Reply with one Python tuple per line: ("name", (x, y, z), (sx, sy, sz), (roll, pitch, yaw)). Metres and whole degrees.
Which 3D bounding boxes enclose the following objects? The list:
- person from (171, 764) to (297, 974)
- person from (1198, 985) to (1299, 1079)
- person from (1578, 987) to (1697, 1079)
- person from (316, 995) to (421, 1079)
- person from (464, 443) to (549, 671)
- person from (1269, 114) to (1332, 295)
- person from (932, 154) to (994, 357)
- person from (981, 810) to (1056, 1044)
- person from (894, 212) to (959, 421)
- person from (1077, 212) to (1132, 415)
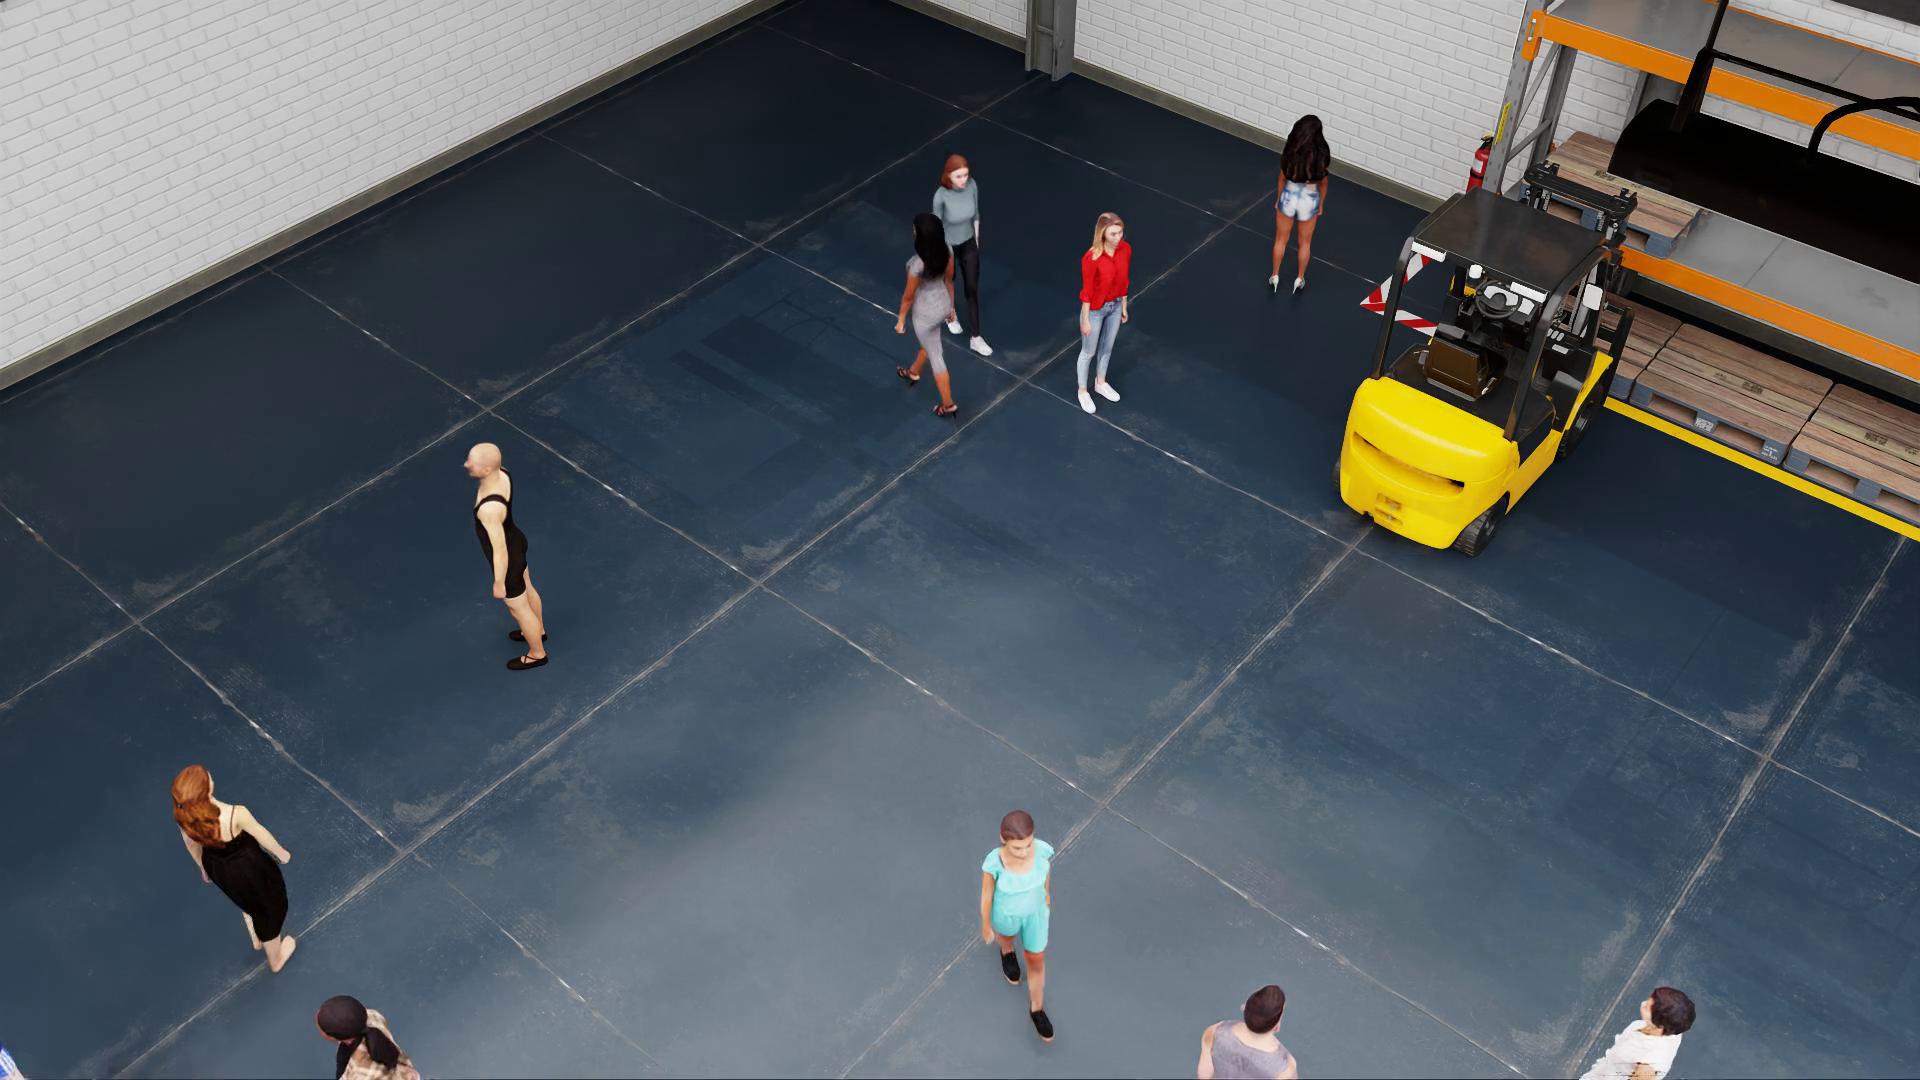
("person", (-3.898, 1.827, 8.895), (0.681, 1.607, 0.756), (7, 44, 7))
("person", (1.331, 2.660, 7.804), (0.535, 1.838, 0.724), (24, 49, 23))
("person", (3.305, 2.696, 8.038), (1.003, 1.532, 0.681), (20, 47, 20))
("person", (-2.585, 2.696, 7.877), (1.039, 1.754, 1.077), (-11, 45, -11))
("person", (-2.865, 0.098, 10.558), (0.759, 1.816, 0.688), (-5, 44, -5))
("person", (2.784, -2.749, 13.686), (0.614, 1.626, 0.708), (10, 45, 11))
("person", (-0.073, -2.341, 13.193), (0.842, 1.713, 1.033), (-19, 47, -19))
("person", (0.286, 1.898, 8.874), (0.886, 1.534, 0.993), (-8, 44, -9))
("person", (-0.145, -1.621, 12.405), (0.921, 1.759, 0.596), (31, 51, 28))
("person", (1.077, -1.742, 12.571), (0.665, 1.705, 0.600), (-25, 49, -24))
